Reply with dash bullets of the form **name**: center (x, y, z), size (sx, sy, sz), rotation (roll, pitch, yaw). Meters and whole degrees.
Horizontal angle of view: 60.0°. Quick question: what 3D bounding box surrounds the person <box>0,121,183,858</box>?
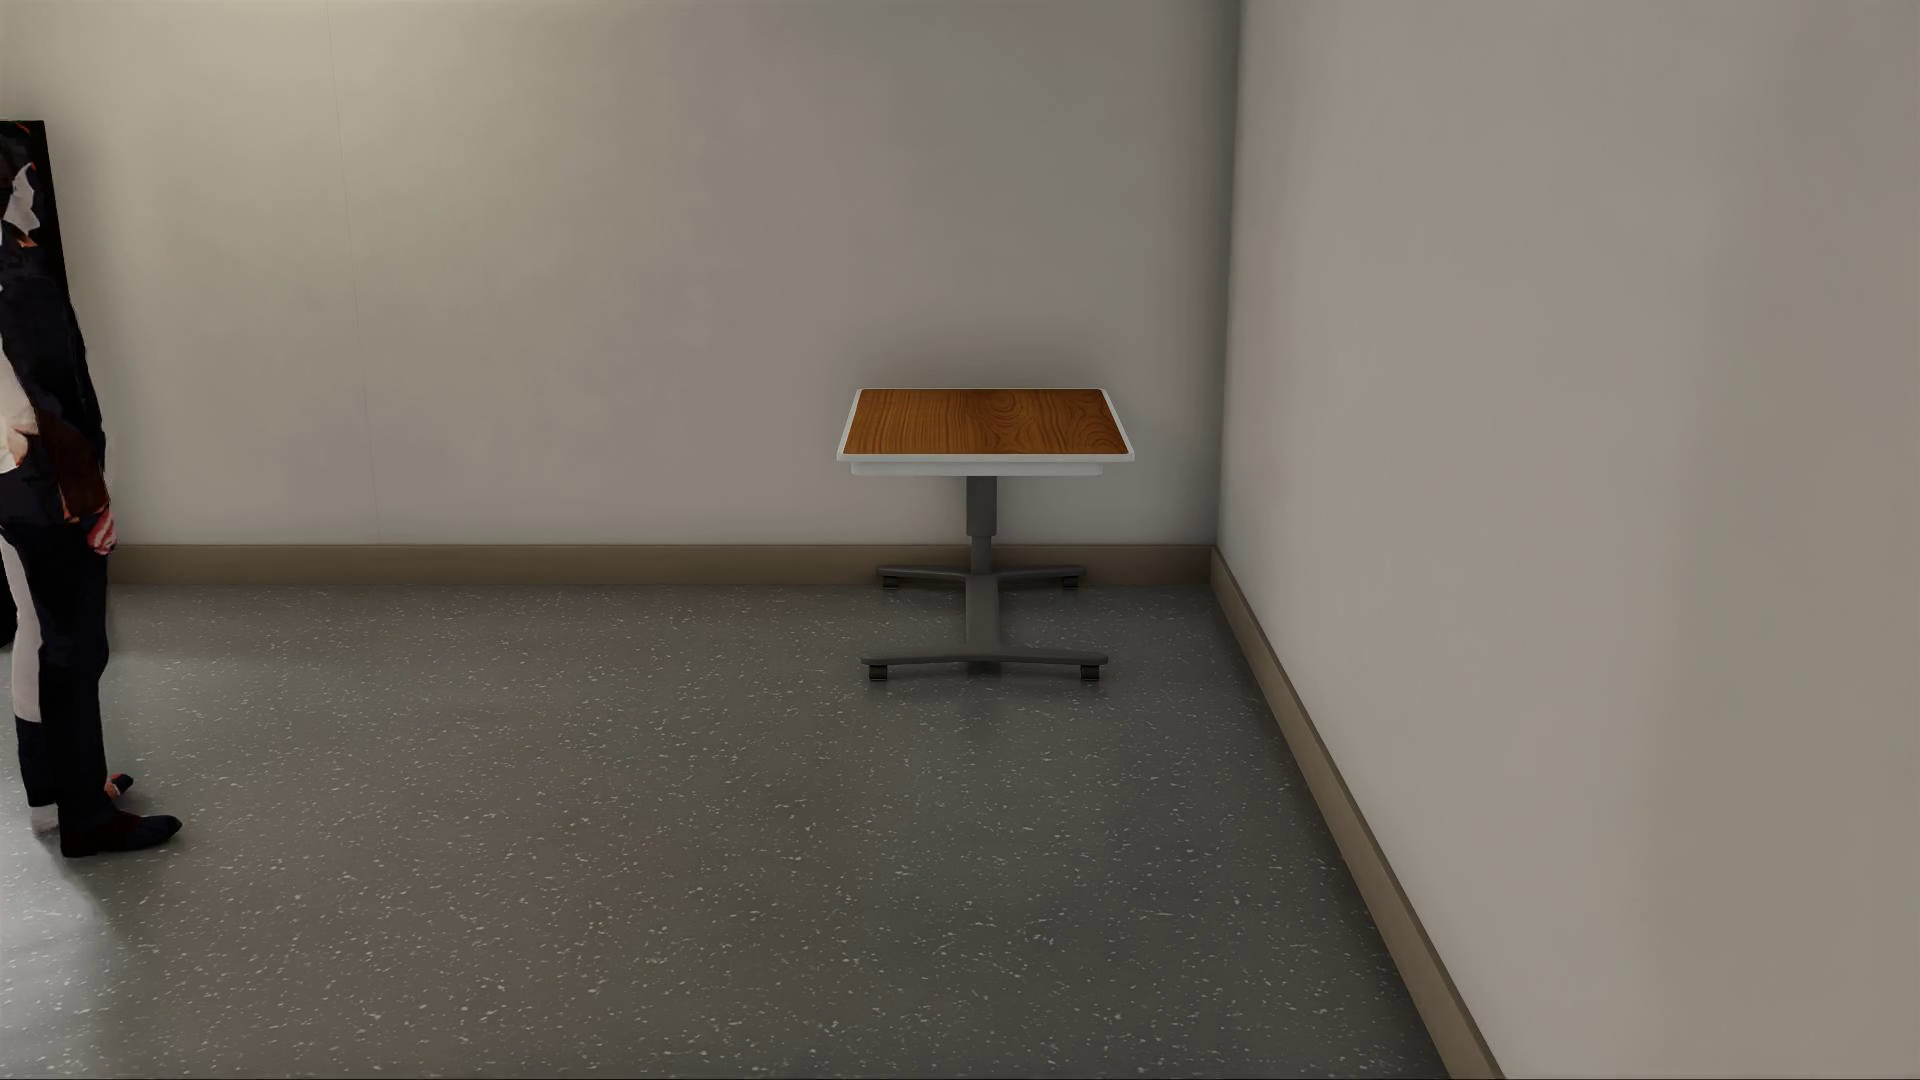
- **person**: center (-2.384, -0.117, 4.313), size (0.836, 1.897, 0.776), rotation (-13, 21, -40)
